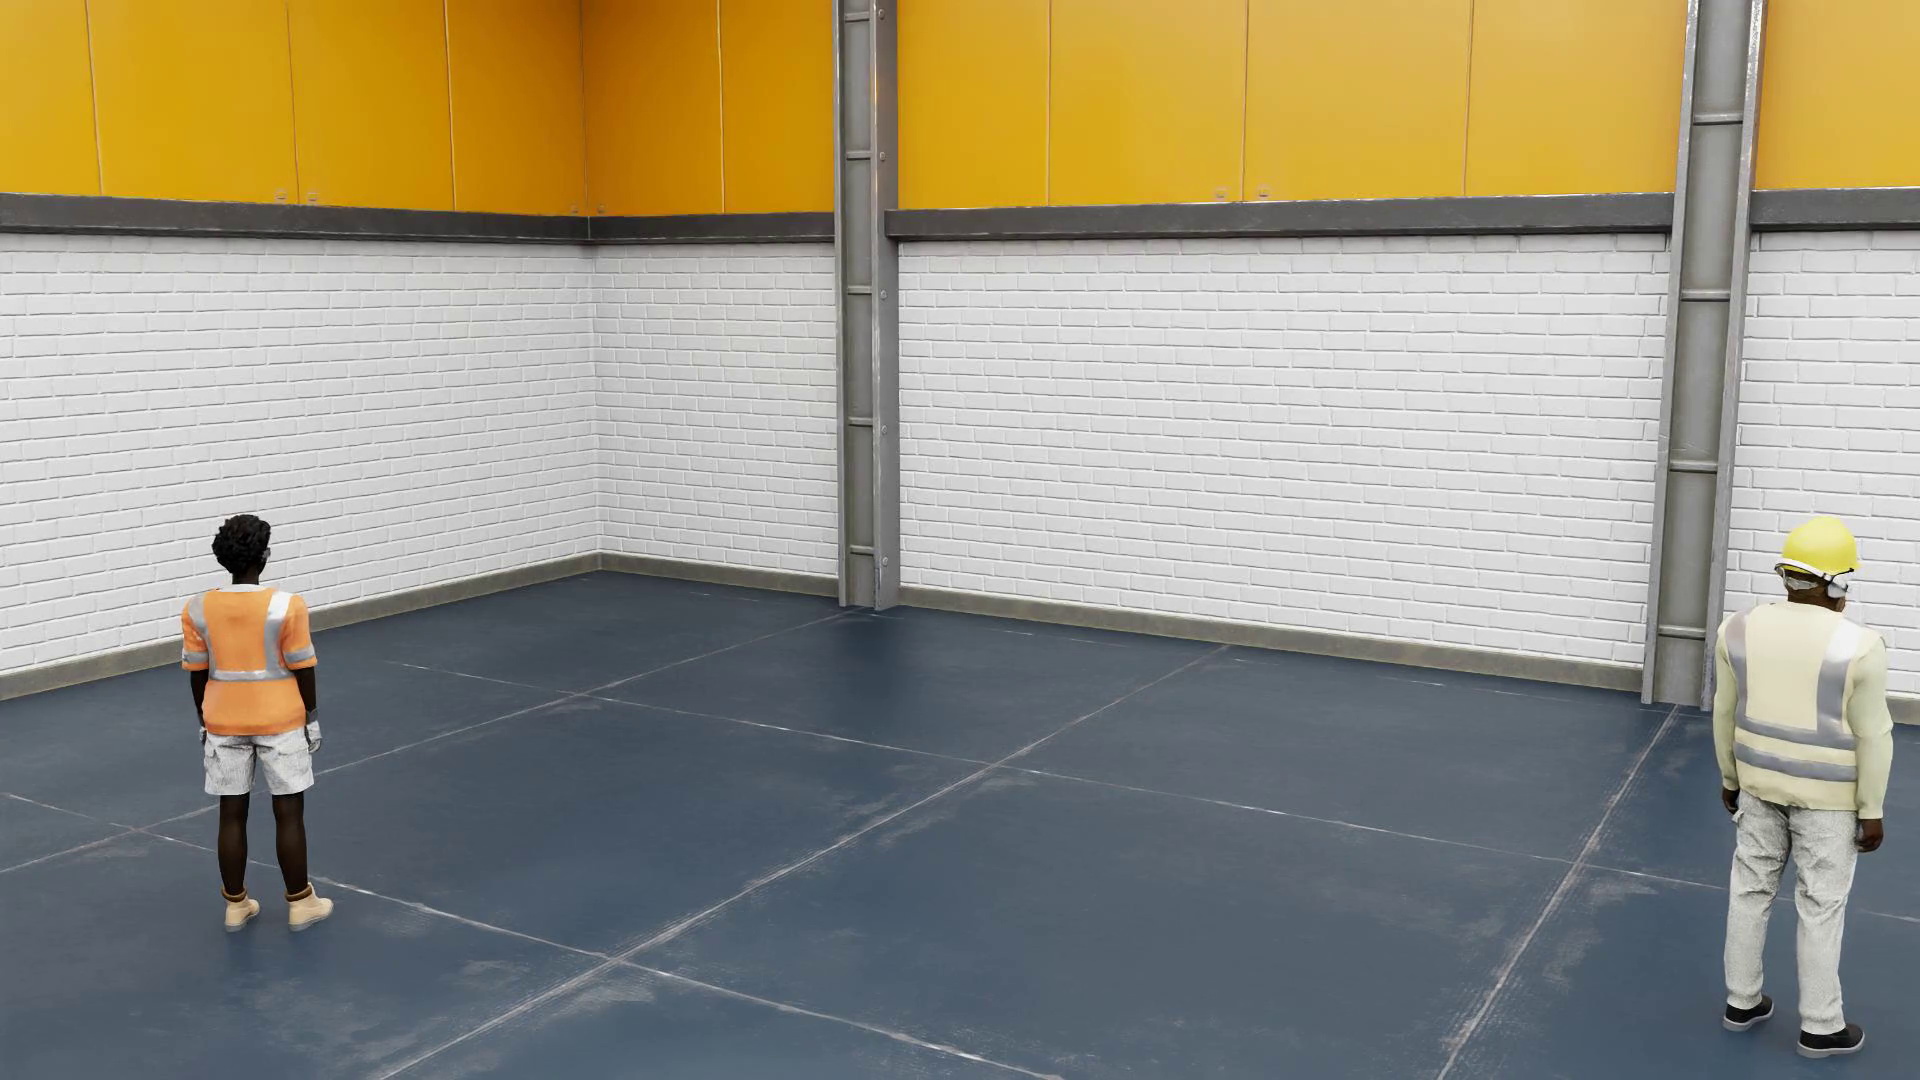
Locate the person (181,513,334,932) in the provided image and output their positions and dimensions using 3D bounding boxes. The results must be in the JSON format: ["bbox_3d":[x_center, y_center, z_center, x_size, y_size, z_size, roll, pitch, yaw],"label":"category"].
[{"bbox_3d":[-2.820,0.738,6.678,0.532,1.699,0.319,0,9,2],"label":"person"}]

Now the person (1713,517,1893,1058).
[{"bbox_3d":[2.874,0.831,5.677,0.403,1.835,0.586,-6,11,-35],"label":"person"}]
